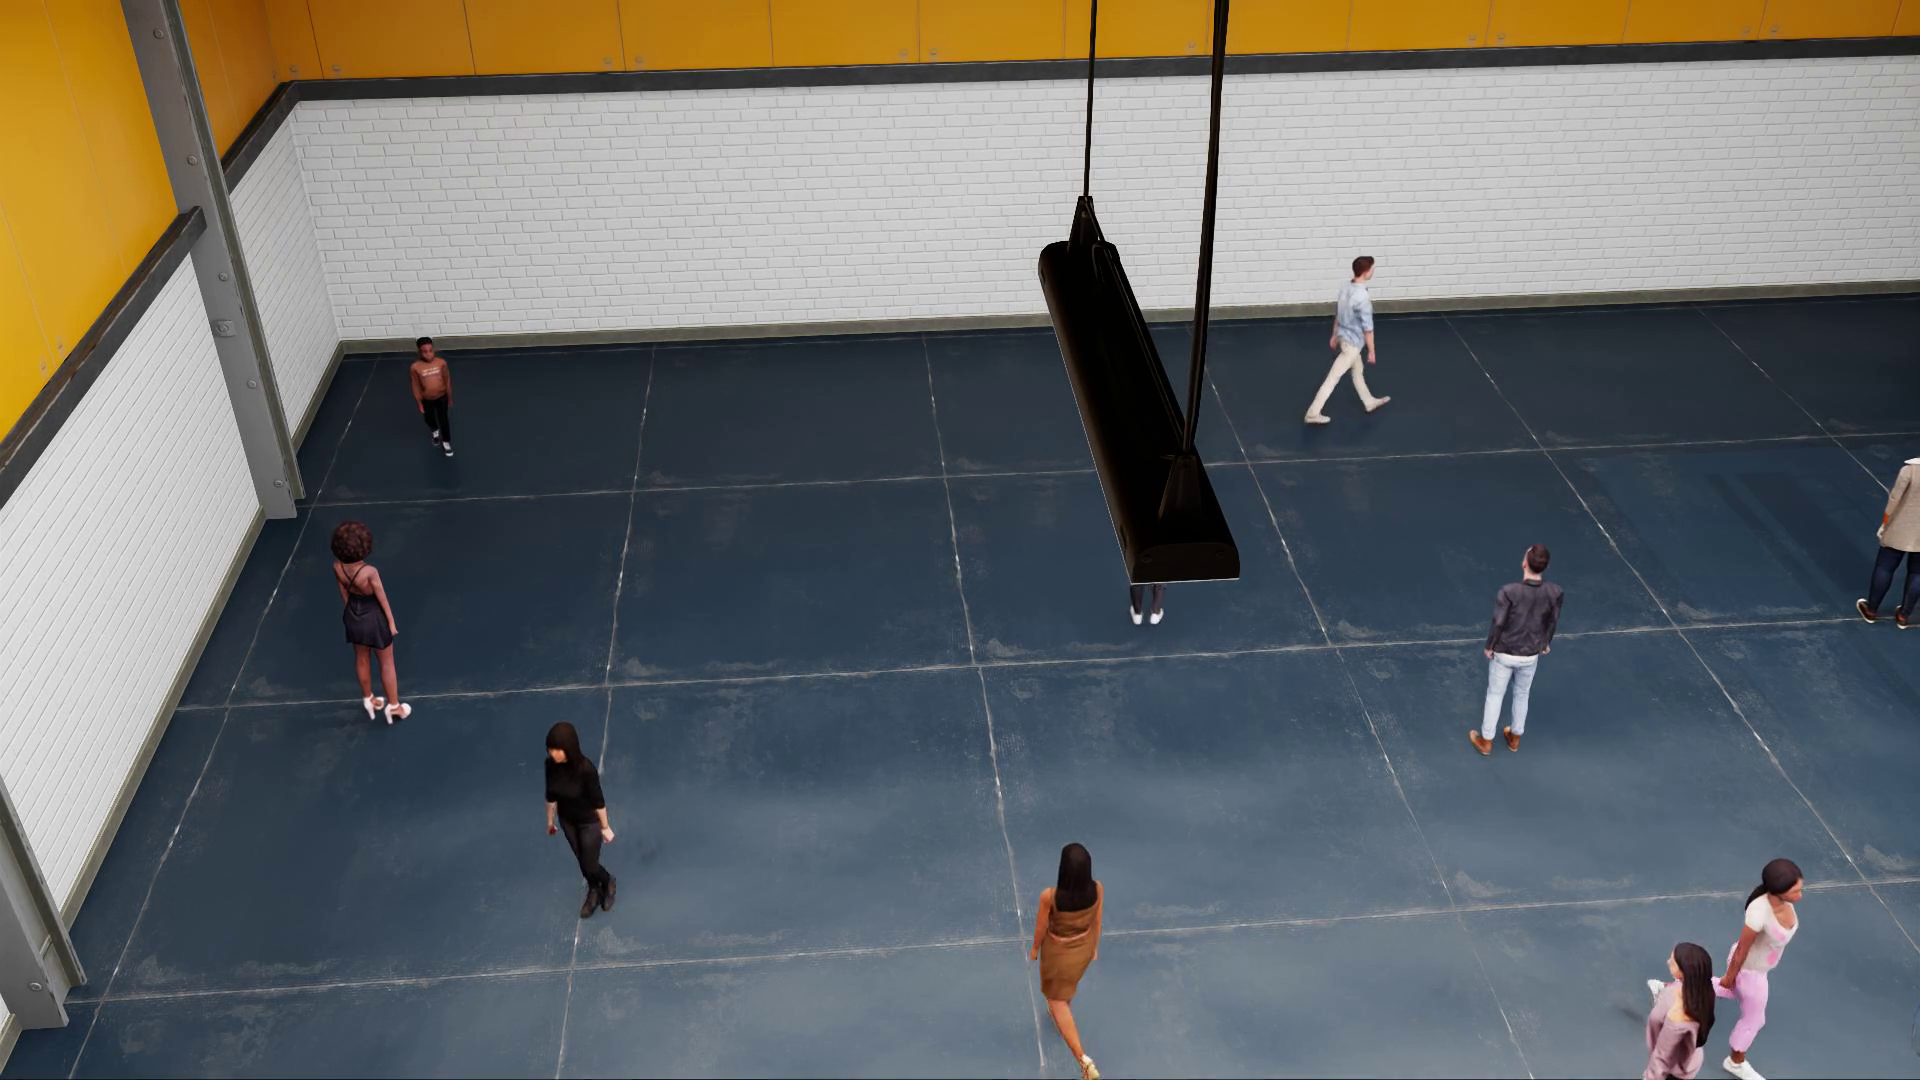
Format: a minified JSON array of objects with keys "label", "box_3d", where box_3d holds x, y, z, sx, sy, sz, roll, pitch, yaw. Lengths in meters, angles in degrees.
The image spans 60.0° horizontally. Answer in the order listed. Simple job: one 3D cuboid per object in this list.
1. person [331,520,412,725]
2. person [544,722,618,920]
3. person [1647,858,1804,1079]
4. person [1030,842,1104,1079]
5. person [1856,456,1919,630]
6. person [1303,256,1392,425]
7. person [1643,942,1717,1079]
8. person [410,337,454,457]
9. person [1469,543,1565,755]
[{"label":"person","box_3d":[-4.512,0.647,12.663,0.630,1.785,0.652,9,35,13]},{"label":"person","box_3d":[-2.476,1.810,11.051,0.710,1.632,0.736,13,36,18]},{"label":"person","box_3d":[4.629,2.504,9.933,1.101,1.715,1.035,26,41,33]},{"label":"person","box_3d":[0.665,2.532,9.935,0.779,1.665,1.074,-14,36,-19]},{"label":"person","box_3d":[7.902,-0.130,13.735,0.781,1.893,0.798,10,35,14]},{"label":"person","box_3d":[3.784,-1.933,16.534,0.850,1.797,1.184,-8,34,-12]},{"label":"person","box_3d":[3.958,2.923,9.229,0.776,1.796,0.707,23,40,31]},{"label":"person","box_3d":[-5.157,-1.436,16.282,0.616,1.247,0.694,-13,36,-18]},{"label":"person","box_3d":[4.137,0.820,12.356,0.647,1.836,0.511,-3,34,-4]}]
